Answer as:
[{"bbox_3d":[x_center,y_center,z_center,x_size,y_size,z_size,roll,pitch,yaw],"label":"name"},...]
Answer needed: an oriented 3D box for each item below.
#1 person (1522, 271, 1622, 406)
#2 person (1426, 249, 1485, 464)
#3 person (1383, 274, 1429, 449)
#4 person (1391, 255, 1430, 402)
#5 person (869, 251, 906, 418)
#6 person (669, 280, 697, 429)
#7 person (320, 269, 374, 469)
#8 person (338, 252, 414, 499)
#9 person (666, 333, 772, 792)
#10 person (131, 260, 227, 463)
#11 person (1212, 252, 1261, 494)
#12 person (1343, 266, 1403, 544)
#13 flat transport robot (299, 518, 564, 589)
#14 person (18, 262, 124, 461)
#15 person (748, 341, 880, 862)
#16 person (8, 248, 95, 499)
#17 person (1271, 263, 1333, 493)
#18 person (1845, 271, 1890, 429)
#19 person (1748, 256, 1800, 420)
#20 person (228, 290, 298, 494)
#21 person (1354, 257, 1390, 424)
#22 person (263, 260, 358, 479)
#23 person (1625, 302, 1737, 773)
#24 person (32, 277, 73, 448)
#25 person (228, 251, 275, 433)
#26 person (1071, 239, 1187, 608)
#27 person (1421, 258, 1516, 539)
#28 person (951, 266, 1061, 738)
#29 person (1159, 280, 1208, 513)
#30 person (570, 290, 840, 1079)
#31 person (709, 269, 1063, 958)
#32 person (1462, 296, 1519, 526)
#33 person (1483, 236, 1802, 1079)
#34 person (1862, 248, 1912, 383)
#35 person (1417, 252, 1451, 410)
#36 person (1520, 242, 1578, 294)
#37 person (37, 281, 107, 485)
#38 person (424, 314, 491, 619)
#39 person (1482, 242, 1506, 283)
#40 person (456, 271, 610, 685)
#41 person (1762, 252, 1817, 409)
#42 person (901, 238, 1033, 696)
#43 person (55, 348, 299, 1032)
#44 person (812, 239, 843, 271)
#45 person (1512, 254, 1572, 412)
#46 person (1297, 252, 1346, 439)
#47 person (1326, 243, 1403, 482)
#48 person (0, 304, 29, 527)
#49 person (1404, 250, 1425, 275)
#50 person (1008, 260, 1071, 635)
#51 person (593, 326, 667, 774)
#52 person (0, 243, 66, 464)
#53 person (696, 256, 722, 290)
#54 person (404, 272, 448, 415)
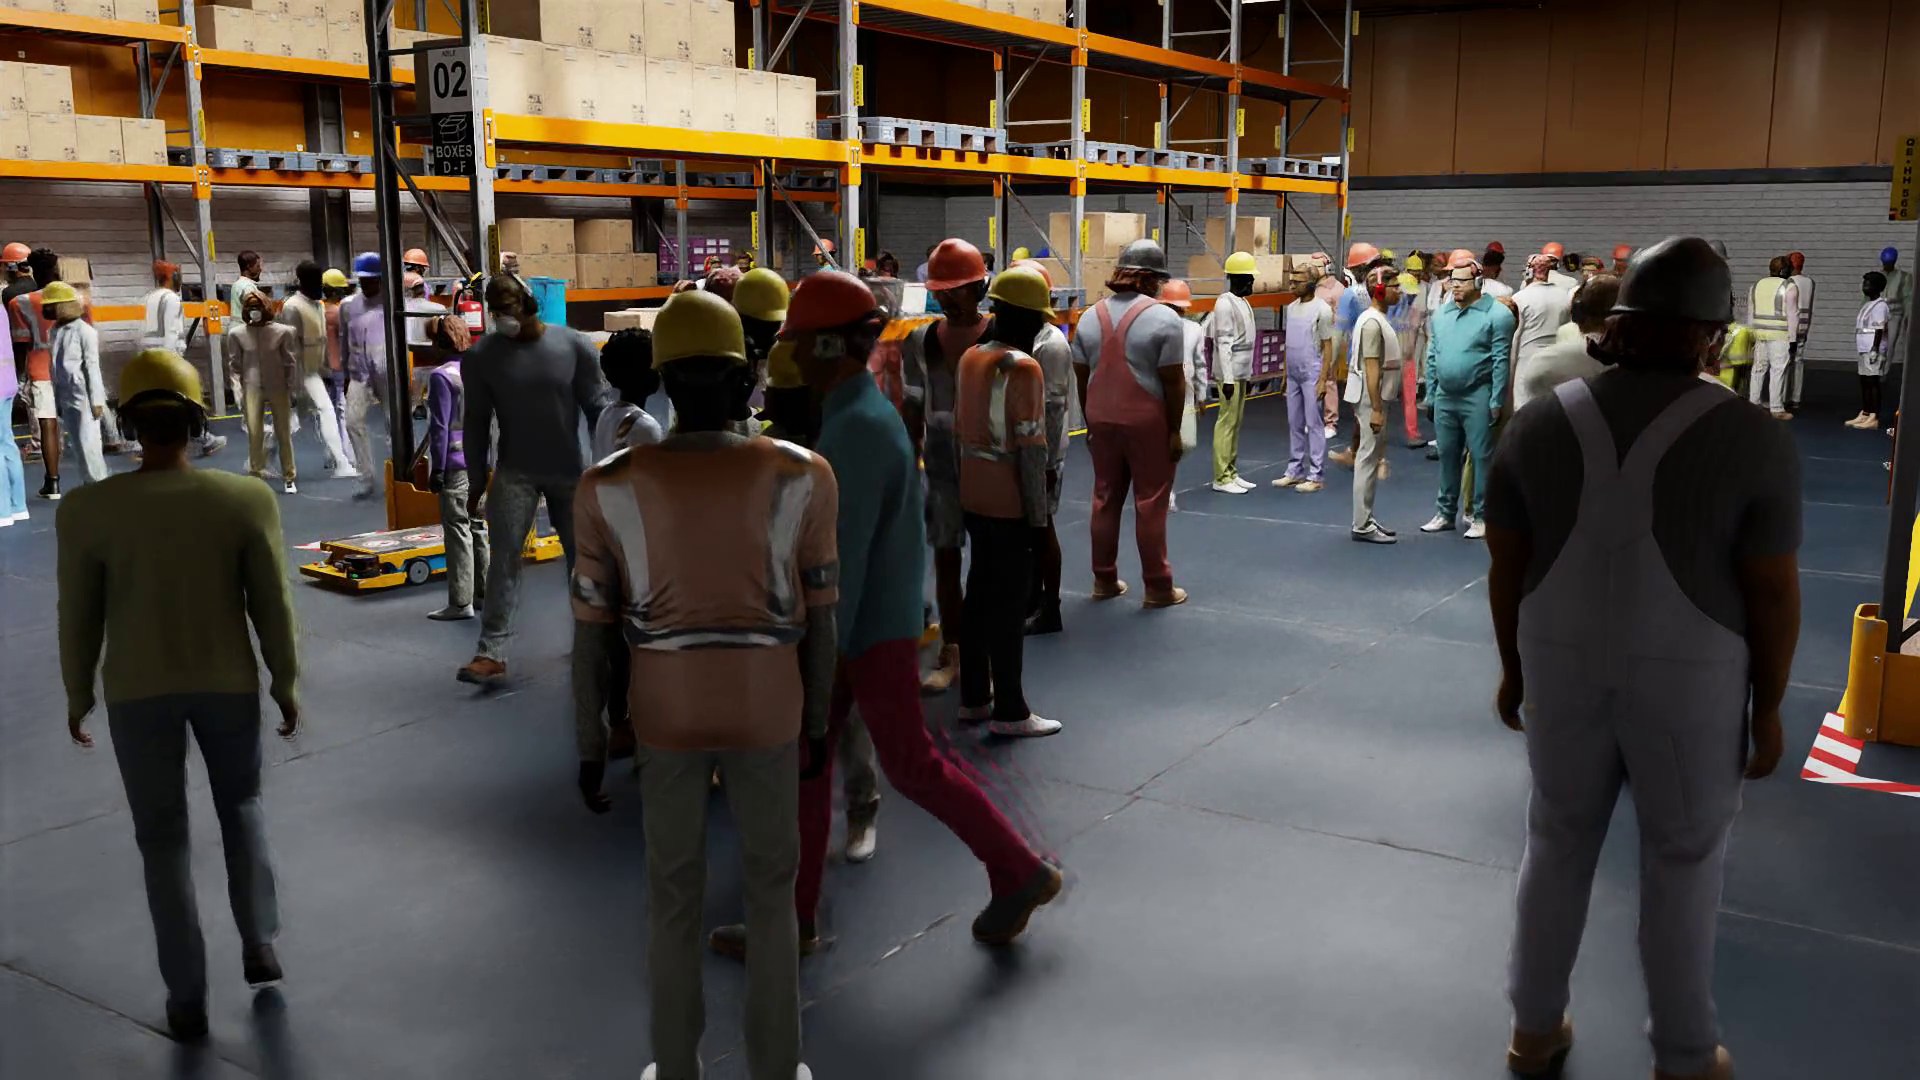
[{"bbox_3d":[2.708,-0.199,7.139,0.639,1.901,0.976,-1,10,-4],"label":"person"},{"bbox_3d":[4.524,-1.653,15.077,0.379,1.938,0.547,-4,11,-23],"label":"person"},{"bbox_3d":[4.265,-1.727,16.162,0.531,1.685,0.962,-4,11,-21],"label":"person"},{"bbox_3d":[5.643,-2.641,20.842,0.601,1.830,0.403,-2,10,-12],"label":"person"},{"bbox_3d":[-0.778,-2.099,17.641,0.599,1.909,0.397,-8,13,-39],"label":"person"},{"bbox_3d":[-2.718,-1.740,16.392,0.314,1.636,0.517,2,10,13],"label":"person"},{"bbox_3d":[-5.478,-1.495,14.673,0.525,1.771,0.305,5,12,28],"label":"person"},{"bbox_3d":[-4.558,-1.264,12.950,0.637,1.919,0.660,1,10,6],"label":"person"},{"bbox_3d":[-0.830,0.077,6.158,0.540,1.695,0.317,-7,12,-34],"label":"person"},{"bbox_3d":[-7.241,-1.633,15.252,0.596,1.827,0.958,8,13,39],"label":"person"},{"bbox_3d":[2.218,-1.341,13.376,0.366,1.927,0.588,4,11,23],"label":"person"},{"bbox_3d":[2.783,-0.909,11.196,0.390,1.850,0.565,3,11,15],"label":"person"},{"bbox_3d":[-3.213,0.063,10.188,0.652,0.197,1.431,8,13,39],"label":"flat transport robot"},{"bbox_3d":[-8.260,-1.660,15.275,0.996,1.875,0.751,-7,12,-33],"label":"person"},{"bbox_3d":[-0.494,0.195,5.418,0.490,1.730,0.324,1,10,7],"label":"person"},{"bbox_3d":[-7.104,-1.301,13.066,0.603,1.959,0.380,-9,14,-41],"label":"person"},{"bbox_3d":[2.775,-1.301,13.385,0.324,1.842,0.514,-6,12,-28],"label":"person"},{"bbox_3d":[9.798,-2.037,17.893,0.318,1.693,0.533,2,10,12],"label":"person"},{"bbox_3d":[9.228,-2.284,18.835,0.429,1.842,0.633,-4,11,-23],"label":"person"},{"bbox_3d":[-5.529,-1.165,13.236,0.498,1.628,0.286,-3,11,-16],"label":"person"},{"bbox_3d":[4.519,-2.193,18.339,0.392,1.839,0.563,0,10,2],"label":"person"},{"bbox_3d":[-5.560,-1.427,14.035,0.950,1.873,0.625,-1,10,-3],"label":"person"},{"bbox_3d":[2.579,0.021,6.085,0.388,1.837,0.562,-3,11,-16],"label":"person"},{"bbox_3d":[-8.845,-1.764,16.236,0.567,1.741,0.354,1,10,5],"label":"person"},{"bbox_3d":[-7.528,-2.091,17.589,0.383,1.910,0.593,-6,12,-30],"label":"person"},{"bbox_3d":[0.988,-0.656,9.264,0.681,2.000,0.536,9,13,39],"label":"person"},{"bbox_3d":[3.445,-0.966,11.389,0.399,1.900,0.645,-8,13,-39],"label":"person"},{"bbox_3d":[0.199,-0.154,6.834,0.389,1.913,0.594,-6,12,-29],"label":"person"},{"bbox_3d":[1.569,-1.085,12.486,0.587,1.732,0.512,-3,11,-15],"label":"person"},{"bbox_3d":[-0.566,0.396,3.794,0.596,1.913,0.398,-1,10,-6],"label":"person"},{"bbox_3d":[-0.190,0.222,4.652,0.974,1.955,0.607,-2,10,-9],"label":"person"},{"bbox_3d":[3.774,-0.905,11.775,0.498,1.633,0.278,-9,13,-40],"label":"person"},{"bbox_3d":[1.620,0.304,3.946,0.689,2.000,0.536,8,13,39],"label":"person"},{"bbox_3d":[12.977,-3.129,23.314,0.626,1.900,0.930,7,12,32],"label":"person"},{"bbox_3d":[5.692,-2.466,19.750,0.377,1.881,0.589,-2,10,-12],"label":"person"},{"bbox_3d":[6.272,-2.168,17.771,0.613,1.995,0.391,5,11,24],"label":"person"},{"bbox_3d":[-6.480,-1.025,12.202,0.492,1.720,0.455,5,11,25],"label":"person"},{"bbox_3d":[-2.687,-0.393,8.952,0.313,1.631,0.525,1,10,8],"label":"person"},{"bbox_3d":[8.281,-3.645,25.953,0.382,1.993,0.622,-3,11,-14],"label":"person"},{"bbox_3d":[-1.952,-0.285,7.650,0.714,1.871,0.860,-2,10,-10],"label":"person"},{"bbox_3d":[9.988,-2.508,19.991,0.577,1.879,0.367,-5,11,-24],"label":"person"},{"bbox_3d":[0.014,-0.297,7.314,0.613,2.031,0.402,4,11,21],"label":"person"},{"bbox_3d":[-2.005,0.387,4.294,0.542,1.749,0.415,-6,12,-31],"label":"person"},{"bbox_3d":[-1.730,-2.909,21.791,0.404,2.033,0.610,6,12,29],"label":"person"},{"bbox_3d":[4.937,-1.502,14.346,0.643,1.901,0.399,-4,11,-22],"label":"person"},{"bbox_3d":[3.659,-1.987,17.054,0.395,1.901,0.642,-8,13,-36],"label":"person"},{"bbox_3d":[3.379,-1.513,14.179,0.603,1.989,0.988,-6,12,-30],"label":"person"},{"bbox_3d":[-6.886,-1.041,11.739,0.399,1.918,0.587,-2,10,-10],"label":"person"},{"bbox_3d":[6.957,-3.517,25.610,0.327,1.865,0.519,3,11,17],"label":"person"},{"bbox_3d":[0.363,-0.467,8.554,0.387,1.926,0.549,-3,11,-17],"label":"person"},{"bbox_3d":[-1.227,0.040,6.355,0.318,1.700,0.537,-6,12,-30],"label":"person"},{"bbox_3d":[-8.462,-1.690,15.122,0.391,1.995,0.613,1,10,5],"label":"person"},{"bbox_3d":[-2.990,-2.464,19.866,0.393,1.836,0.561,5,12,27],"label":"person"},{"bbox_3d":[-5.114,-1.687,15.872,0.685,1.723,0.434,2,10,12],"label":"person"}]
